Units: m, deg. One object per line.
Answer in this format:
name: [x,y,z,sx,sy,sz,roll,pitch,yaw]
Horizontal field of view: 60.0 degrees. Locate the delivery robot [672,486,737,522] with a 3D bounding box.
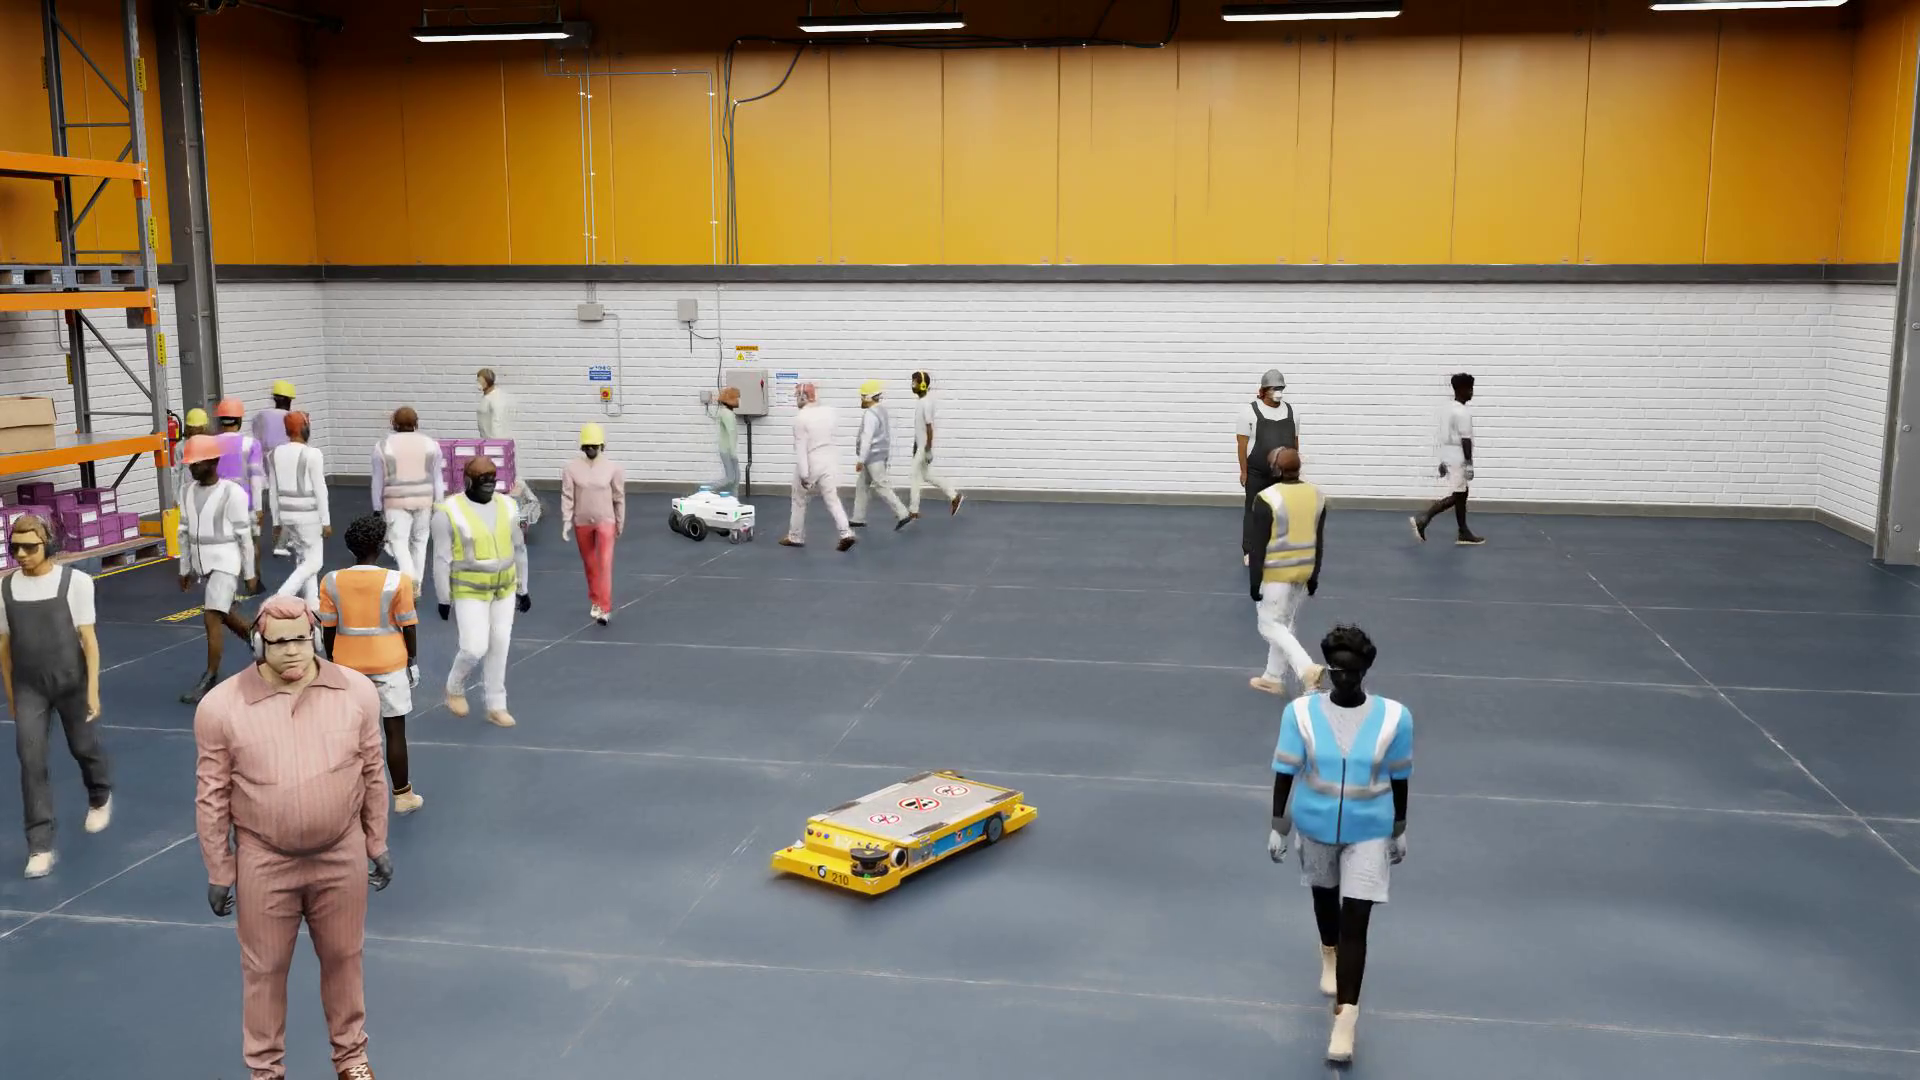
delivery robot: [-2.950,-0.382,19.242,0.707,0.478,0.477,-4,10,-26]

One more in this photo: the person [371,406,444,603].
person: [-5.063,-0.327,15.297,0.633,1.816,0.796,-5,10,-29]

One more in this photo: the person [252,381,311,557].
person: [-7.297,-0.773,17.935,0.610,1.861,1.003,0,9,0]

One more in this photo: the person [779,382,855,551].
person: [-1.566,-0.802,18.129,1.008,1.857,0.644,8,12,41]

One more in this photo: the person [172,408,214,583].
person: [-7.515,-0.473,16.533,0.497,1.712,0.806,-1,9,-6]

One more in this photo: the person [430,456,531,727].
person: [-3.196,0.344,11.100,0.485,1.828,0.642,8,12,42]

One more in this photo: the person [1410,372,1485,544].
person: [5.440,-0.893,18.420,0.816,1.946,0.614,0,9,0]

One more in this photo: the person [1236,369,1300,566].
person: [3.214,-0.741,17.169,0.687,2.000,0.538,-2,9,-12]

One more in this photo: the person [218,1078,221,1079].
person: [-1.089,1.753,2.507,0.620,1.793,0.980,-6,11,-32]

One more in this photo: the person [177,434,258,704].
person: [-5.310,0.164,12.004,0.549,1.905,0.955,4,10,22]

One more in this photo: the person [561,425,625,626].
person: [-3.169,-0.132,14.375,0.525,1.717,0.920,-1,9,-5]

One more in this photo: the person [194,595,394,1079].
person: [-2.358,1.134,5.951,0.653,1.905,0.408,-6,11,-31]

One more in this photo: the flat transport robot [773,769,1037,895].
flat transport robot: [-0.258,1.500,8.740,0.652,0.197,1.431,7,11,36]

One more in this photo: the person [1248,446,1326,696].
person: [2.327,0.248,11.729,0.633,1.816,0.759,-6,11,-33]

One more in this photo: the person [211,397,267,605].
person: [-6.678,-0.358,15.267,0.559,1.895,0.976,-1,9,-6]

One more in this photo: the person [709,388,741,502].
person: [-2.947,-1.100,20.711,0.582,1.608,0.489,-1,9,-3]

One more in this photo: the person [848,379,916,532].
person: [-0.952,-0.981,19.432,0.891,1.799,0.594,1,9,5]

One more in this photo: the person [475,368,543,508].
person: [-5.599,-1.151,20.194,1.001,1.900,0.638,-6,11,-34]

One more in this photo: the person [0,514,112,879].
person: [-4.707,0.748,8.633,0.511,1.819,0.901,-3,9,-15]

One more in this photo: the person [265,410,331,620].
person: [-5.690,-0.181,14.235,0.582,1.861,0.738,4,10,25]

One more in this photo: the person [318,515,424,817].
person: [-3.272,0.705,9.259,0.540,1.695,0.317,0,9,-1]

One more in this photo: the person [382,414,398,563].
person: [-5.865,-0.557,17.311,0.498,1.617,0.537,0,9,1]

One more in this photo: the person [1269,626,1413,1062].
person: [1.523,1.145,6.673,0.543,1.649,0.886,3,10,18]

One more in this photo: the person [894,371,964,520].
person: [-0.378,-1.157,20.379,0.797,1.844,0.526,-1,9,-4]

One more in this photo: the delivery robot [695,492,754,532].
delivery robot: [-2.649,-0.299,18.731,0.707,0.478,0.477,7,11,37]
